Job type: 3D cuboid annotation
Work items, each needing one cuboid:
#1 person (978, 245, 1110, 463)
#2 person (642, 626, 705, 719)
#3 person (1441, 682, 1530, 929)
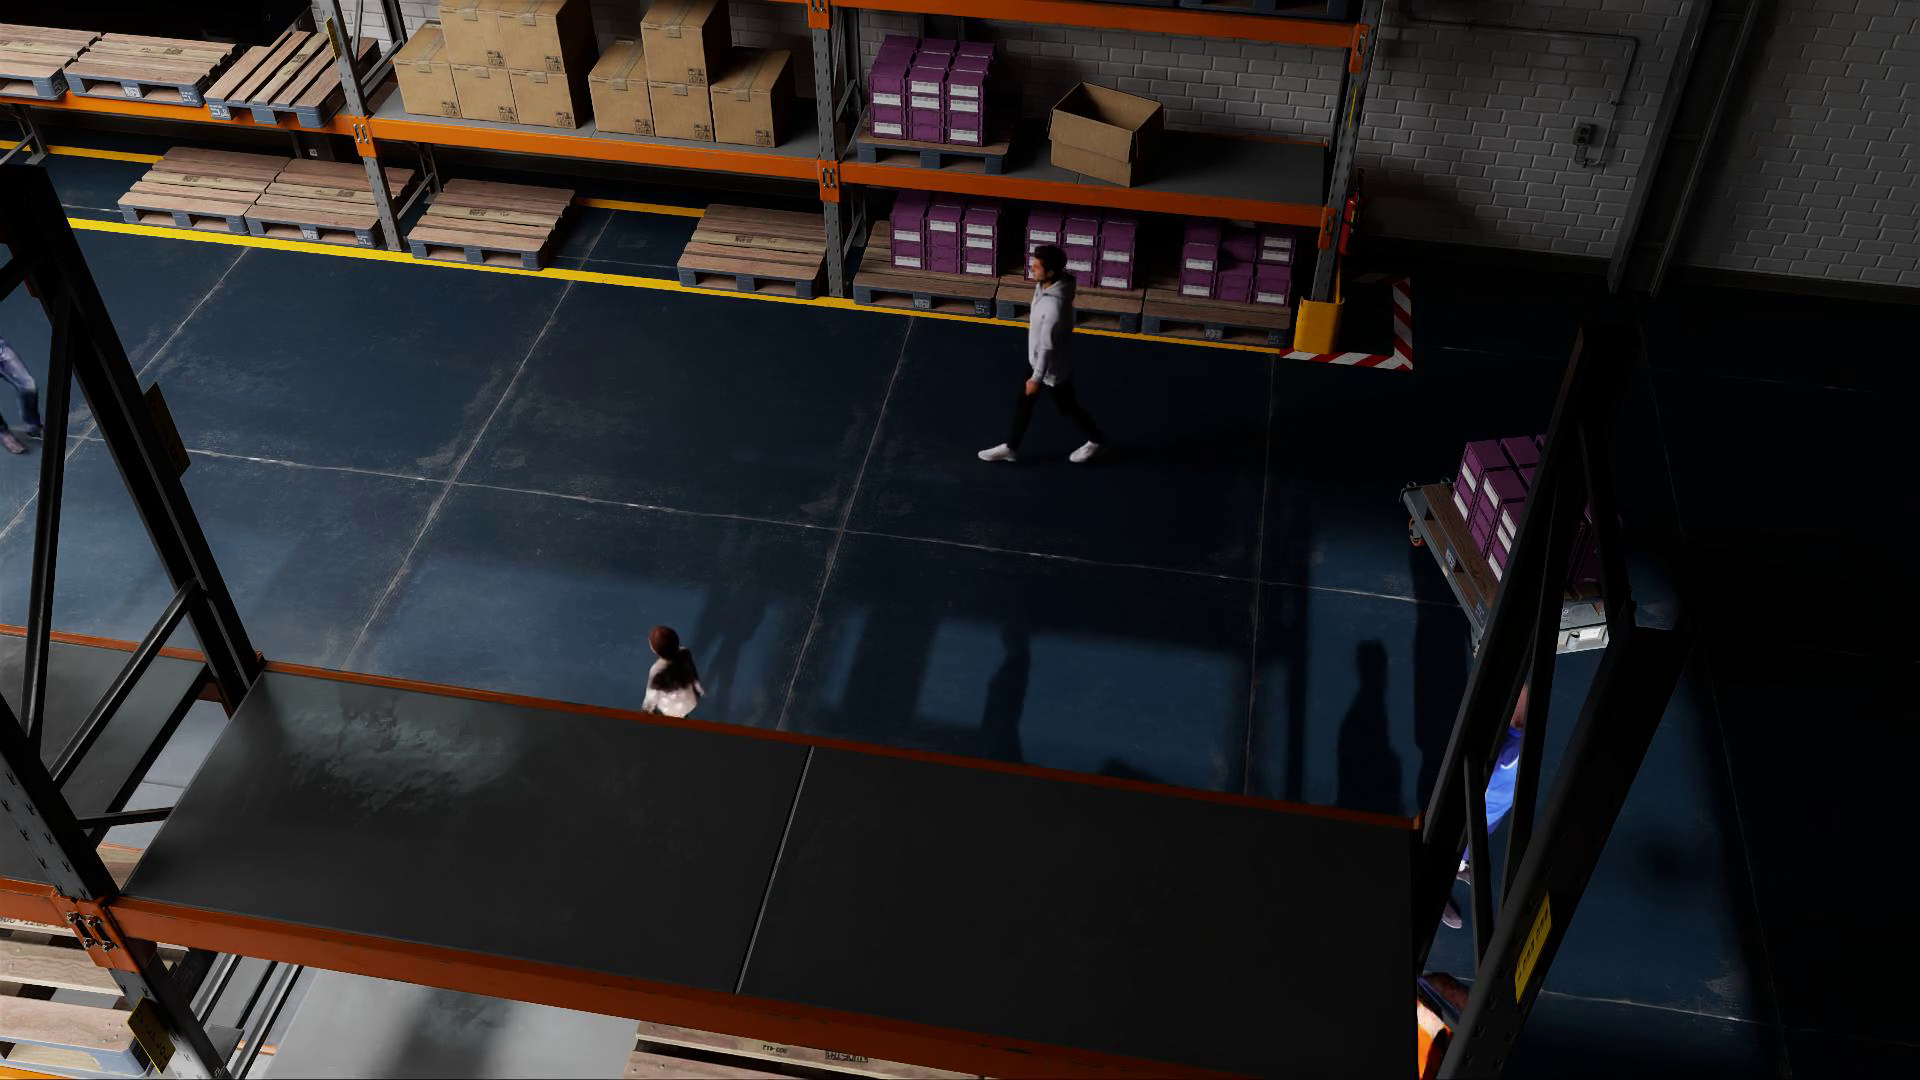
[{"bbox_3d":[0.749,-1.273,11.970,1.311,1.888,0.998,-8,44,-8],"label":"person"},{"bbox_3d":[-1.680,0.998,10.106,0.858,1.170,0.719,29,51,27],"label":"person"},{"bbox_3d":[2.906,1.409,9.189,0.748,1.841,0.751,31,52,29],"label":"person"}]
